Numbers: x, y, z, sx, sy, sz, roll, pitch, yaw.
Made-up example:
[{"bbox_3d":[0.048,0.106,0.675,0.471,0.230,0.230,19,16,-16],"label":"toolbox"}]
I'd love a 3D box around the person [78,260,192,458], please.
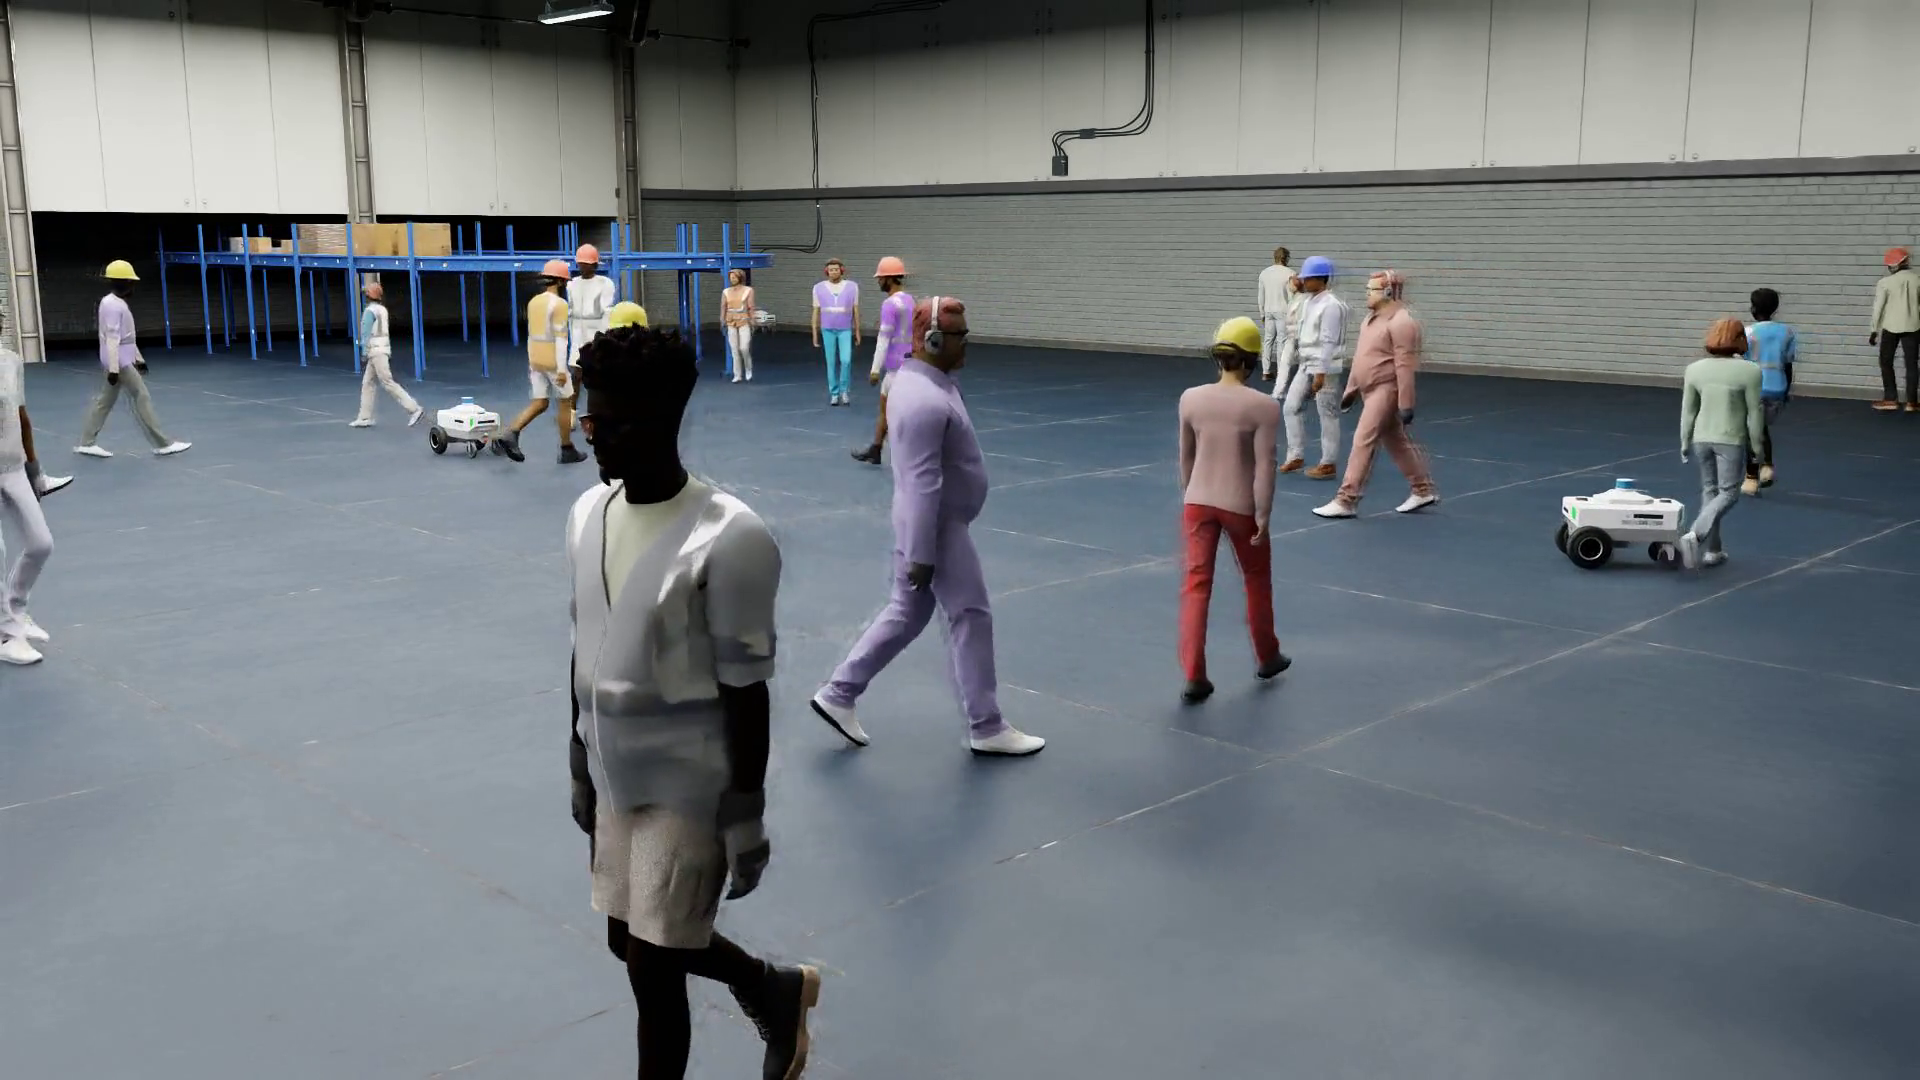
[{"bbox_3d":[-7.989,-1.722,15.872,0.991,1.877,0.608,-5,12,-28],"label":"person"}]

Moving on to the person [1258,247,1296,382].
[{"bbox_3d":[4.630,-3.284,24.221,0.350,1.935,0.635,-10,14,-44],"label":"person"}]

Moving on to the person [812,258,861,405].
[{"bbox_3d":[-1.536,-2.573,20.630,0.608,1.821,0.693,0,10,-2],"label":"person"}]

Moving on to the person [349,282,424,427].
[{"bbox_3d":[-6.372,-2.047,18.397,0.809,1.602,0.541,-1,10,-4],"label":"person"}]

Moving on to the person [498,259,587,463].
[{"bbox_3d":[-3.873,-1.639,15.369,0.560,1.902,0.823,9,14,39],"label":"person"}]

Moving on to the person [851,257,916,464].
[{"bbox_3d":[-0.698,-1.598,15.099,0.860,1.904,0.577,3,11,16],"label":"person"}]

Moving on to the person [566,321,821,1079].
[{"bbox_3d":[-0.597,0.487,3.647,0.607,1.942,0.797,9,14,41],"label":"person"}]

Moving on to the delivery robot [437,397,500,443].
[{"bbox_3d":[-4.791,-1.150,16.215,0.477,0.478,0.707,-10,14,-44],"label":"delivery robot"}]

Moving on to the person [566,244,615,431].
[{"bbox_3d":[-4.015,-2.202,18.111,0.627,2.009,0.668,4,11,19],"label":"person"}]

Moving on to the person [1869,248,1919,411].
[{"bbox_3d":[11.460,-2.560,20.244,0.680,1.954,0.477,2,11,10],"label":"person"}]

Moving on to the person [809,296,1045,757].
[{"bbox_3d":[-0.151,-0.049,6.739,0.919,1.877,0.636,-1,10,-8],"label":"person"}]

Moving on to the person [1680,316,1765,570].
[{"bbox_3d":[4.778,-0.610,10.523,0.704,1.608,0.502,-7,13,-34],"label":"person"}]

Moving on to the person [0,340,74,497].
[{"bbox_3d":[-7.664,-1.210,13.130,0.994,1.851,0.665,-2,11,-13],"label":"person"}]

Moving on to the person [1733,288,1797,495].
[{"bbox_3d":[6.512,-1.211,13.580,0.550,1.680,0.375,-2,11,-9],"label":"person"}]

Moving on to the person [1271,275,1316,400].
[{"bbox_3d":[4.398,-2.601,21.399,0.831,1.607,0.523,-2,11,-10],"label":"person"}]

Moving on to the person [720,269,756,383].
[{"bbox_3d":[-3.196,-3.074,23.902,0.548,1.625,0.371,3,11,18],"label":"person"}]

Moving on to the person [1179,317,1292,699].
[{"bbox_3d":[1.277,-0.162,7.757,0.531,1.733,0.838,6,12,31],"label":"person"}]

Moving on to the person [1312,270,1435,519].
[{"bbox_3d":[3.196,-1.102,12.562,1.006,1.859,0.648,-1,10,-6],"label":"person"}]

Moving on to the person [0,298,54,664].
[{"bbox_3d":[-4.781,-0.320,8.259,0.458,1.861,0.550,5,12,25],"label":"person"}]

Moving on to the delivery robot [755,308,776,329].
[{"bbox_3d":[-4.325,-4.798,36.109,0.477,0.478,0.707,-10,14,-44],"label":"delivery robot"}]

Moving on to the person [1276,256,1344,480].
[{"bbox_3d":[3.005,-1.479,14.395,0.707,1.922,0.635,-3,11,-14],"label":"person"}]

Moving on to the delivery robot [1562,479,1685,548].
[{"bbox_3d":[4.298,-0.155,10.787,0.707,0.478,0.477,2,11,9],"label":"delivery robot"}]

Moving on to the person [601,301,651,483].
[{"bbox_3d":[-1.922,-0.514,9.662,0.511,1.721,0.556,9,14,42],"label":"person"}]
